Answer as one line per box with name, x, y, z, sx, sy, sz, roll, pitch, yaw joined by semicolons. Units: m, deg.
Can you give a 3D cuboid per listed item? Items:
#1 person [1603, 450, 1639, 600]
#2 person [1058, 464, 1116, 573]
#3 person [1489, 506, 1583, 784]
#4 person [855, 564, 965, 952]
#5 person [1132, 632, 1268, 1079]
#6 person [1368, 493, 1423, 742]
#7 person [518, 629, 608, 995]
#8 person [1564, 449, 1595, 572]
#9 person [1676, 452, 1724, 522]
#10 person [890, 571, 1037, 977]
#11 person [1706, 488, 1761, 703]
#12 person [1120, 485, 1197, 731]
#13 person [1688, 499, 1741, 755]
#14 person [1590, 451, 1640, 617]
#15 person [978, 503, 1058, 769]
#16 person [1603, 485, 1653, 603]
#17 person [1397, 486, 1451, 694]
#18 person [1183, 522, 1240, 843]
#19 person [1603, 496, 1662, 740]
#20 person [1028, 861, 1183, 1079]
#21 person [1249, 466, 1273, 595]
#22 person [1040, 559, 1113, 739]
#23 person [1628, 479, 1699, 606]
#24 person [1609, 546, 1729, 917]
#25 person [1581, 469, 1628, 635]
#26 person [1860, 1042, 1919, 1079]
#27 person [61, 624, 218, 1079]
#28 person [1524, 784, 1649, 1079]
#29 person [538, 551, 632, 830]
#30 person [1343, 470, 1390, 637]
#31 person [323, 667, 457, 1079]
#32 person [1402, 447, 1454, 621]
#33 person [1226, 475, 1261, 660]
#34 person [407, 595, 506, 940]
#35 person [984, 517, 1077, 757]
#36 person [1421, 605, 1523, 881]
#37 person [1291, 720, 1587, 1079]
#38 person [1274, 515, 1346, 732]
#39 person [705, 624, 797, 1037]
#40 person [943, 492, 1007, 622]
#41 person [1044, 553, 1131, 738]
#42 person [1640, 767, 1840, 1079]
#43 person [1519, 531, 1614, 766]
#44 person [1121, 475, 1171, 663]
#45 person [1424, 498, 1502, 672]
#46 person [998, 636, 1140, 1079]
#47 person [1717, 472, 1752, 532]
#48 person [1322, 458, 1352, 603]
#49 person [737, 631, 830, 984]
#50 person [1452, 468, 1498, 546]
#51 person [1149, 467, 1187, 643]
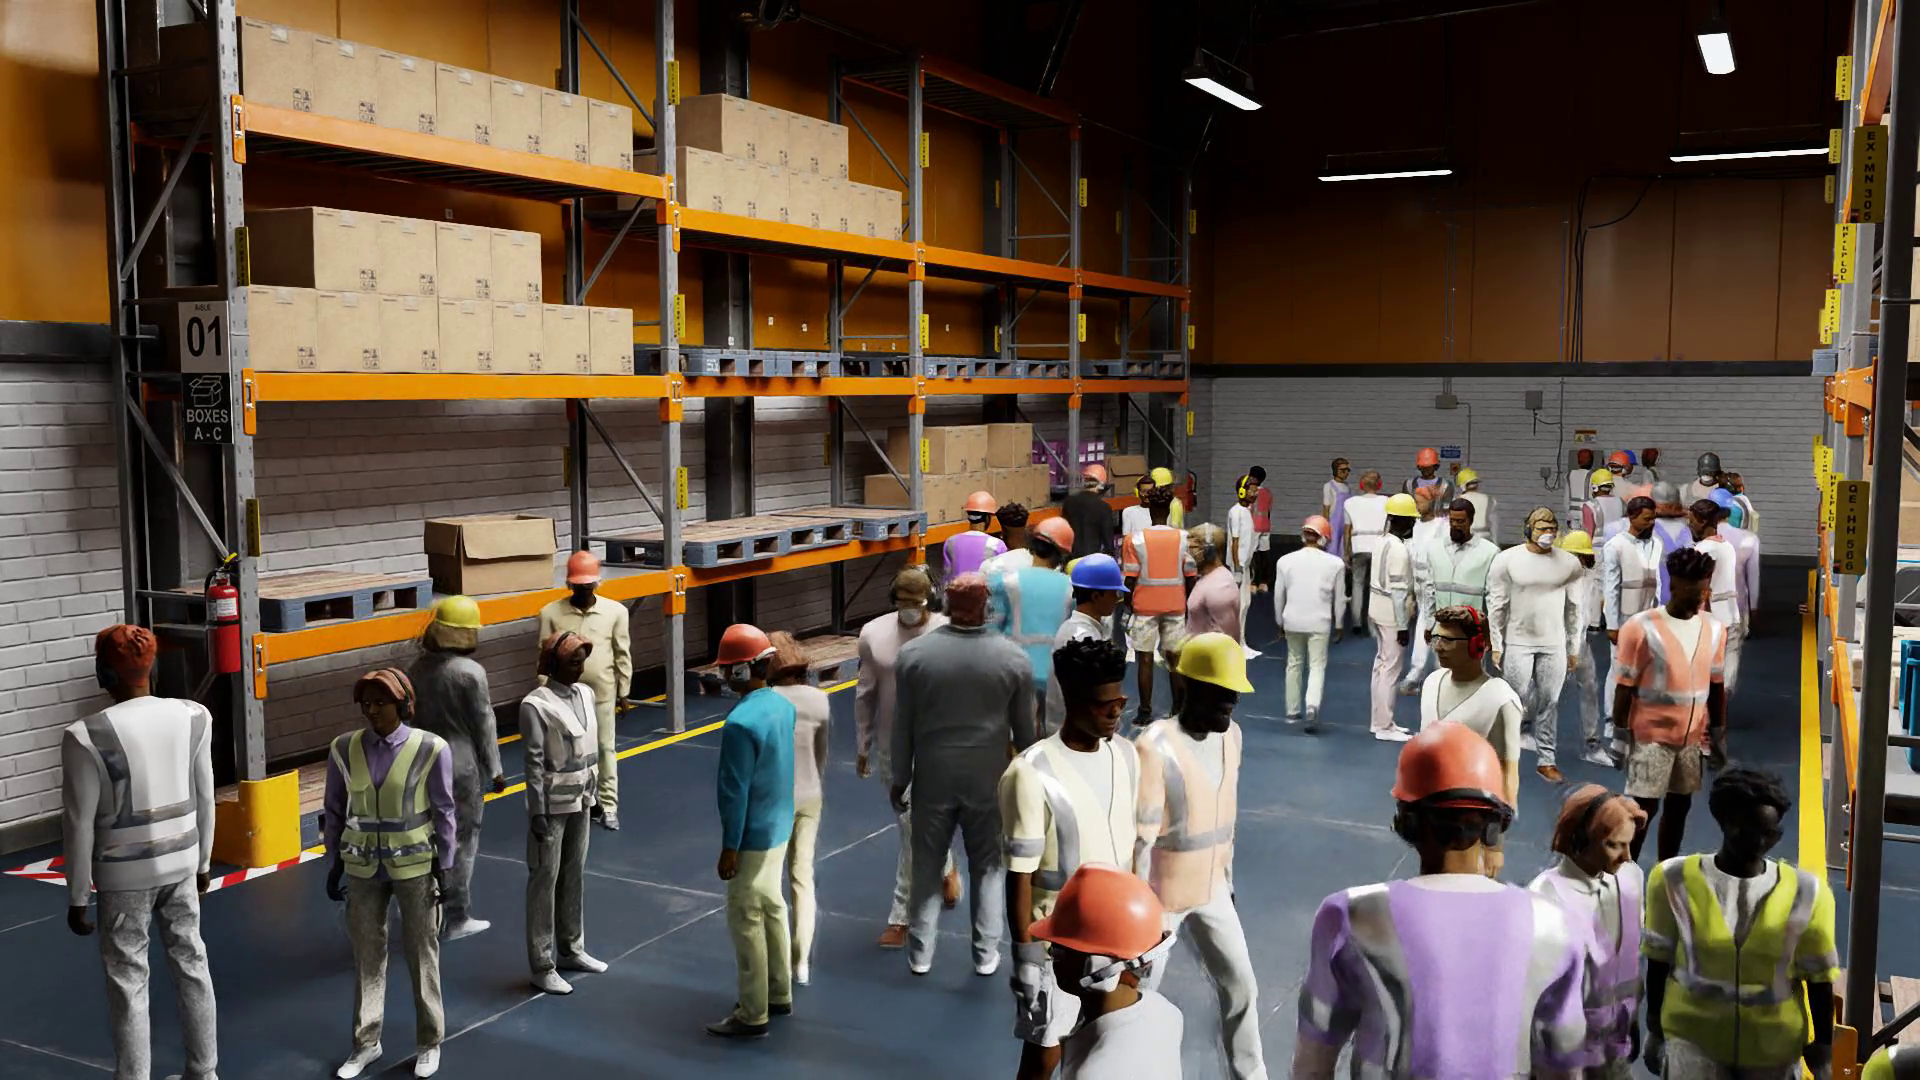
person;8.375;-0.172;21.083;0.421;1.939;0.608;0;5;-2
person;1.354;0.199;16.968;0.897;1.949;0.620;-5;7;-43
person;3.962;0.729;11.461;0.635;1.932;0.363;0;5;2
person;-0.181;1.036;8.403;0.660;1.899;0.913;3;6;26
person;0.874;1.265;5.977;0.650;1.868;0.966;-5;7;-42
person;3.377;0.598;12.918;0.391;1.921;0.589;0;5;2
person;-1.823;1.225;7.632;0.310;1.640;0.514;2;6;20
person;8.554;-0.307;22.816;0.353;1.883;0.573;-3;6;-30
person;8.192;0.036;18.292;0.679;2.000;0.537;3;6;33
person;0.014;1.091;7.723;0.681;1.899;0.418;0;5;-1
person;6.193;0.537;13.589;0.646;1.915;0.801;3;6;26
person;1.580;0.542;13.233;0.614;1.964;0.361;-1;5;-7
person;5.588;0.650;12.416;0.410;1.908;0.598;5;7;43
person;7.680;-0.048;19.503;0.616;1.986;0.407;5;7;43
person;0.383;0.723;11.335;0.604;1.959;0.378;-3;6;-26
person;5.882;0.472;14.521;0.582;1.902;0.347;-1;5;-7
person;4.095;0.448;14.821;0.909;1.845;0.579;-3;6;-26
person;1.515;0.855;10.024;0.355;1.936;0.635;0;5;5
person;5.200;0.606;12.882;0.597;1.909;0.405;-3;6;-31
person;0.301;1.546;3.546;0.318;1.756;0.563;2;6;18
person;3.894;-0.128;21.867;0.541;1.700;0.316;-5;7;-42
person;0.681;0.954;10.215;0.516;1.689;0.875;0;5;4
person;5.689;0.486;13.446;0.674;2.000;0.921;0;5;-3
person;3.674;0.993;8.553;0.644;1.942;0.447;-2;6;-17
person;7.079;0.129;18.382;0.588;1.835;0.403;-2;6;-21
person;2.088;1.590;3.392;0.529;1.697;0.321;1;5;15
person;-3.037;1.245;6.190;0.355;1.877;0.574;3;6;31
person;1.781;1.485;4.893;0.550;1.618;0.501;-3;6;-31
person;-2.317;0.930;10.267;0.569;1.741;0.355;-1;5;-11
person;4.499;0.147;18.265;0.567;1.826;0.527;2;6;18
person;-2.267;1.318;6.623;0.522;1.640;0.306;0;5;1
person;5.411;-0.061;19.331;0.608;2.043;0.374;3;6;28
person;2.846;0.274;16.729;0.322;1.855;0.530;2;6;23
person;-2.509;1.130;8.260;0.483;1.718;0.374;3;6;31
person;0.480;0.861;9.908;0.675;1.965;0.909;-1;5;-7
person;2.109;1.185;6.957;0.390;1.847;0.563;-2;6;-22
person;1.078;1.403;3.862;0.613;1.982;1.031;-1;5;-6
person;2.777;0.657;13.307;0.570;1.720;0.684;3;6;28
person;-0.895;1.224;7.117;0.351;1.738;0.575;1;6;15
person;0.140;0.581;13.080;0.550;1.923;0.391;2;6;25
person;0.622;1.032;8.142;0.416;1.939;0.610;0;5;0
person;2.306;1.468;4.949;0.533;1.653;0.883;2;6;22
person;4.452;0.763;12.265;0.472;1.698;0.854;-2;6;-24
person;1.847;0.288;16.494;0.534;1.869;0.311;-1;5;-6
person;3.810;0.631;12.622;0.586;1.910;0.395;5;7;40
person;0.382;1.276;5.418;0.385;1.958;0.607;5;7;44
person;8.224;0.190;17.770;0.429;1.832;0.631;3;6;32
person;4.759;-0.113;20.934;0.514;1.845;0.336;-5;7;-43
person;-0.829;1.228;7.722;0.524;1.602;0.517;-4;7;-38
person;5.938;0.067;19.269;0.608;1.802;0.705;0;5;2
person;2.215;0.180;17.541;0.578;1.897;0.591;-1;6;-15
